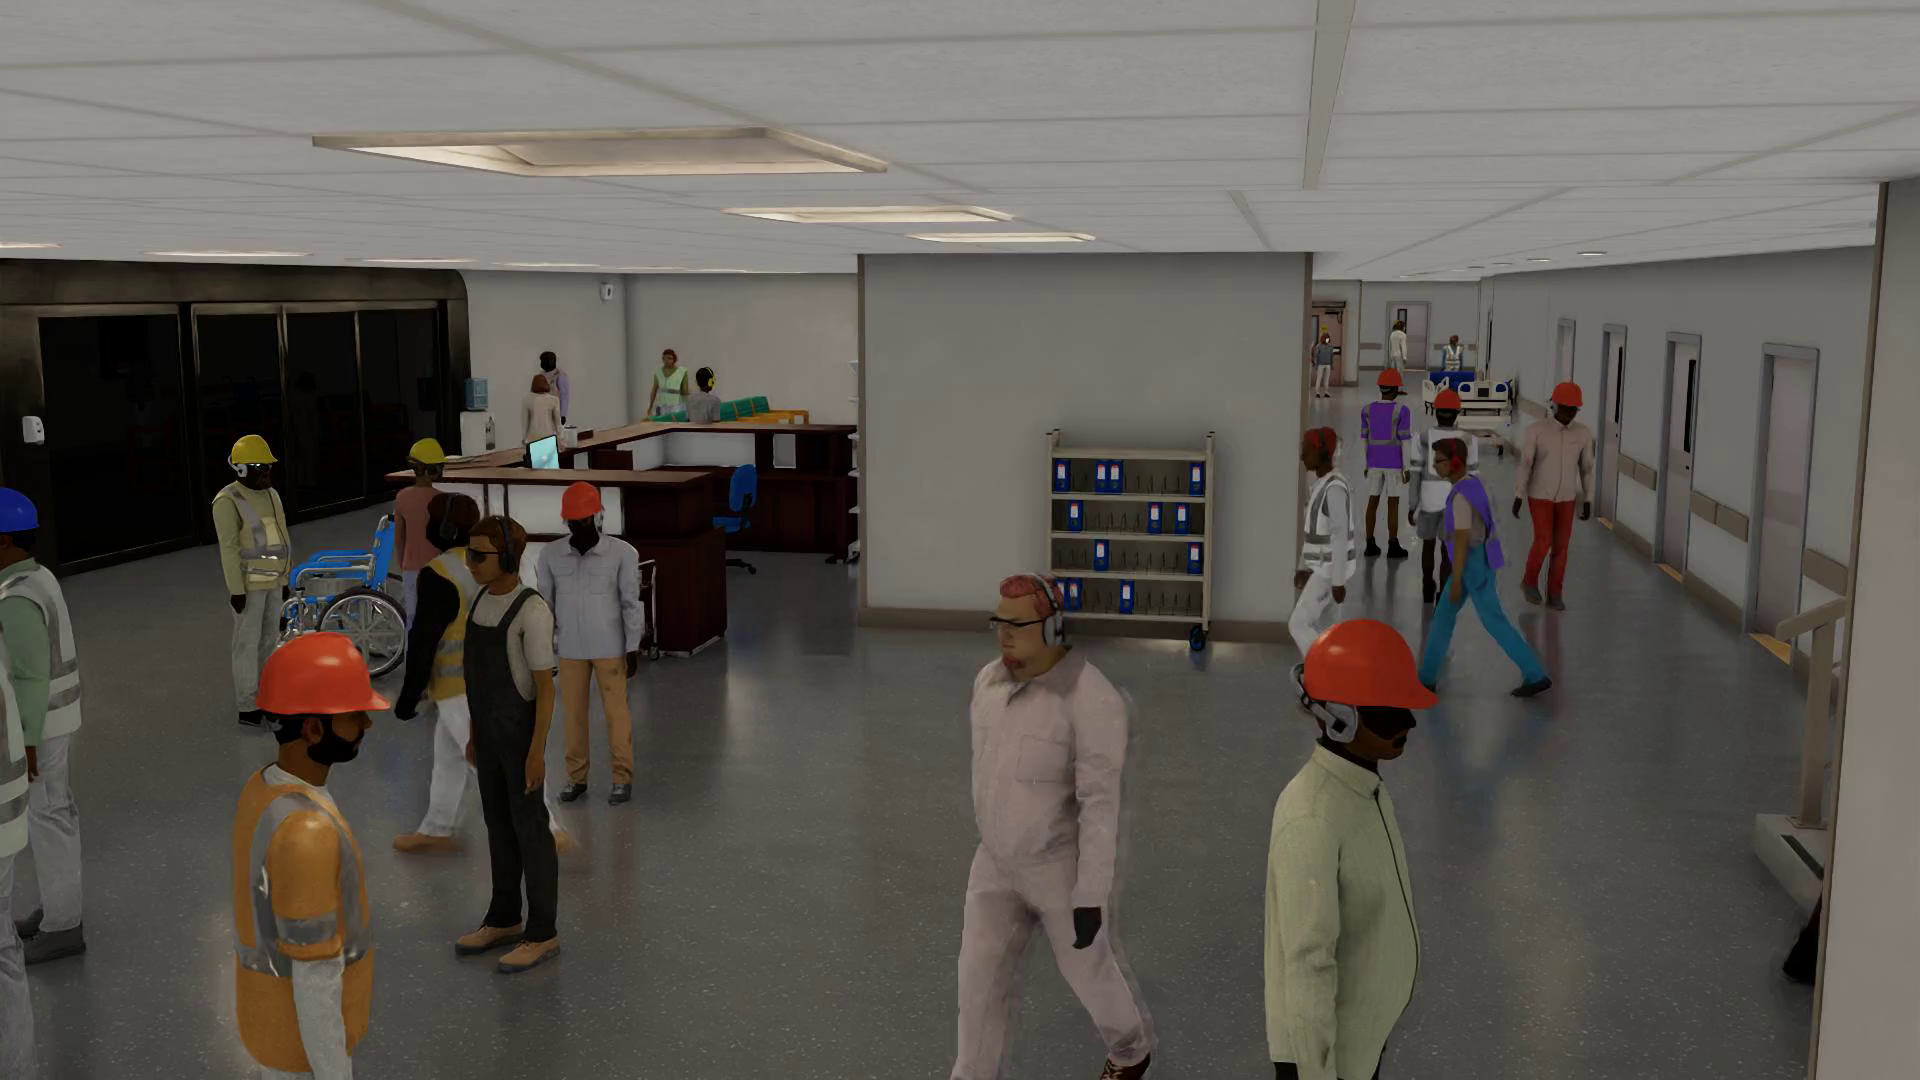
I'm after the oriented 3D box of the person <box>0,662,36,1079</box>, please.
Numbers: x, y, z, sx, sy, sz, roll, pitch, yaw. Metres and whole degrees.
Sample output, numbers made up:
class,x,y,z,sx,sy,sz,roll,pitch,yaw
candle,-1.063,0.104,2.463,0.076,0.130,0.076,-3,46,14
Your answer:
class,x,y,z,sx,sy,sz,roll,pitch,yaw
person,-3.220,0.968,5.366,0.402,1.945,0.614,-5,10,-30

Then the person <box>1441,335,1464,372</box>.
class,x,y,z,sx,sy,sz,roll,pitch,yaw
person,12.033,-4.189,40.614,0.536,1.625,0.370,-1,9,-5

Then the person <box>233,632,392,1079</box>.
class,x,y,z,sx,sy,sz,roll,pitch,yaw
person,-1.551,1.175,4.061,0.387,1.928,0.546,-5,10,-29

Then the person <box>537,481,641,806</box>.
class,x,y,z,sx,sy,sz,roll,pitch,yaw
person,-1.970,0.551,8.818,0.559,1.743,0.359,1,9,4

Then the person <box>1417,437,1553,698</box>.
class,x,y,z,sx,sy,sz,roll,pitch,yaw
person,3.483,0.196,11.128,1.019,1.770,0.582,2,9,13

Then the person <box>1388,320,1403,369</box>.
class,x,y,z,sx,sy,sz,roll,pitch,yaw
person,14.310,-6.347,54.584,0.492,1.742,0.323,-3,9,-18

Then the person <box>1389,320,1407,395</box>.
class,x,y,z,sx,sy,sz,roll,pitch,yaw
person,11.400,-4.734,43.234,0.354,1.938,0.636,-3,9,-22

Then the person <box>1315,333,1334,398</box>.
class,x,y,z,sx,sy,sz,roll,pitch,yaw
person,9.226,-4.416,42.129,0.508,1.632,0.273,-2,9,-12

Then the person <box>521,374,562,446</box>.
class,x,y,z,sx,sy,sz,roll,pitch,yaw
person,-5.505,-1.362,21.880,0.528,1.631,0.325,-3,9,-19

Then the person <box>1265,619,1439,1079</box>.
class,x,y,z,sx,sy,sz,roll,pitch,yaw
person,0.896,1.163,3.912,0.381,1.994,0.619,4,9,22

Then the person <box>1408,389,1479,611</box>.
class,x,y,z,sx,sy,sz,roll,pitch,yaw
person,4.135,-0.335,14.215,0.574,1.884,0.977,3,9,18

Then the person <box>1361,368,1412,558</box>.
class,x,y,z,sx,sy,sz,roll,pitch,yaw
person,4.363,-0.782,17.010,0.544,1.939,0.354,7,11,40

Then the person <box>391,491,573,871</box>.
class,x,y,z,sx,sy,sz,roll,pitch,yaw
person,-2.275,0.666,7.878,0.964,1.808,0.616,1,9,9

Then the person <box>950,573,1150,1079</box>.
class,x,y,z,sx,sy,sz,roll,pitch,yaw
person,0.289,1.018,5.336,0.654,1.867,0.972,8,12,43

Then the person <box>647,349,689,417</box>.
class,x,y,z,sx,sy,sz,roll,pitch,yaw
person,-4.566,-2.065,25.942,0.628,1.804,0.804,4,9,23

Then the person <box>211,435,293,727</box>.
class,x,y,z,sx,sy,sz,roll,pitch,yaw
person,-4.431,0.249,10.514,0.404,1.833,0.587,1,9,6

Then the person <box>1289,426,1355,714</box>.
class,x,y,z,sx,sy,sz,roll,pitch,yaw
person,2.332,0.200,10.721,0.445,1.865,0.570,2,9,12

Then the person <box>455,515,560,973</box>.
class,x,y,z,sx,sy,sz,roll,pitch,yaw
person,-1.834,0.812,6.729,0.504,1.847,0.344,8,11,41

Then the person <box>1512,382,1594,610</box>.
class,x,y,z,sx,sy,sz,roll,pitch,yaw
person,5.055,-0.362,14.127,0.681,1.966,0.488,-1,9,-5

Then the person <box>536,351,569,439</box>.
class,x,y,z,sx,sy,sz,roll,pitch,yaw
person,-6.011,-1.854,24.444,0.634,1.841,0.429,7,11,39

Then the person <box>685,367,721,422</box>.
class,x,y,z,sx,sy,sz,roll,pitch,yaw
person,-2.925,-1.045,19.041,0.506,1.861,0.329,4,10,27

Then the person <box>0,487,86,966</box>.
class,x,y,z,sx,sy,sz,roll,pitch,yaw
person,-3.808,0.751,6.798,0.399,1.949,0.605,-4,9,-24

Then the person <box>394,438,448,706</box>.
class,x,y,z,sx,sy,sz,roll,pitch,yaw
person,-3.495,0.213,10.979,0.524,1.769,0.325,5,10,31
